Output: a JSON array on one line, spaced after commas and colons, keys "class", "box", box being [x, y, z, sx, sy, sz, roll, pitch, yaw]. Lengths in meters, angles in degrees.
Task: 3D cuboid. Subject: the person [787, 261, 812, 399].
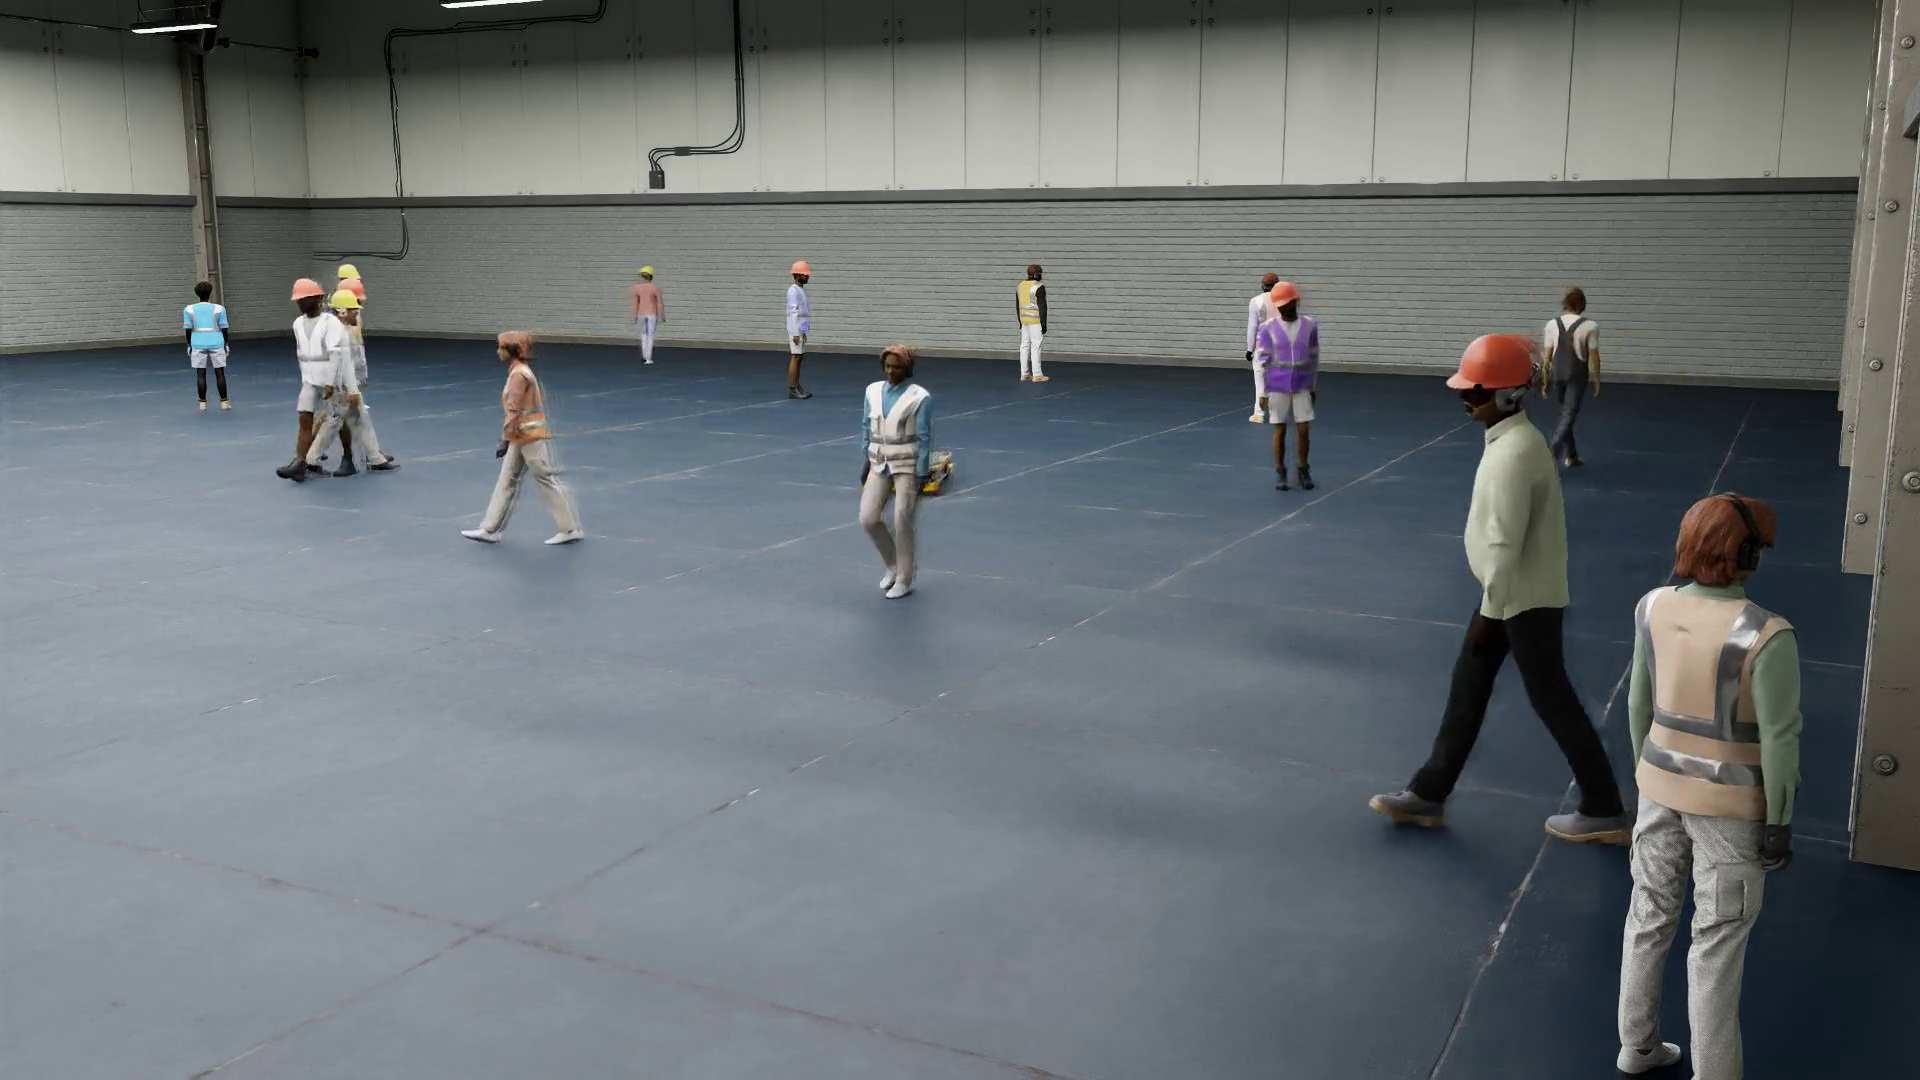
[{"class": "person", "box": [-2.241, -2.951, 23.420, 0.375, 1.935, 0.551, 1, 10, 6]}]

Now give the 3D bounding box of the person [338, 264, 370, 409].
[{"class": "person", "box": [-8.090, -2.672, 21.943, 0.497, 1.914, 0.604, -1, 10, -7]}]

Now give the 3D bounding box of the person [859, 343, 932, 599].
[{"class": "person", "box": [-0.415, -0.429, 10.509, 0.531, 1.619, 0.368, 7, 12, 33]}]

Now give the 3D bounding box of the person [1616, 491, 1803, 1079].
[{"class": "person", "box": [1.957, 0.691, 4.367, 0.307, 1.643, 0.514, -5, 11, -24]}]

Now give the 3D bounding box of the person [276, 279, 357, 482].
[{"class": "person", "box": [-6.045, -1.490, 15.583, 0.554, 1.881, 0.959, 3, 11, 15]}]

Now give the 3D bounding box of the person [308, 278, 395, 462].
[{"class": "person", "box": [-6.309, -1.717, 16.880, 1.009, 1.885, 0.582, 1, 10, 5]}]

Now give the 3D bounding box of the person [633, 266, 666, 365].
[{"class": "person", "box": [-5.531, -4.011, 29.697, 0.539, 1.744, 0.558, 2, 11, 13]}]

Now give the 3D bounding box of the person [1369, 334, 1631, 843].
[{"class": "person", "box": [2.109, 0.199, 6.265, 0.963, 1.945, 0.620, 2, 11, 11]}]

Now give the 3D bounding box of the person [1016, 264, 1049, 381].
[{"class": "person", "box": [1.167, -3.425, 26.269, 0.429, 1.840, 0.633, -8, 13, -37]}]

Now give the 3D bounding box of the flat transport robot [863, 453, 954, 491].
[{"class": "flat transport robot", "box": [-0.461, -0.652, 15.431, 0.652, 0.197, 1.431, 1, 10, 6]}]

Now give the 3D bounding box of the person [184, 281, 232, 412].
[{"class": "person", "box": [-9.841, -2.528, 21.764, 0.539, 1.695, 0.318, -4, 11, -19]}]

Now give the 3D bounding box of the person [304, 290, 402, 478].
[{"class": "person", "box": [-5.898, -1.486, 15.867, 0.914, 1.787, 0.623, -4, 11, -22]}]

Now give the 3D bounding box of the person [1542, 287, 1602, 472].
[{"class": "person", "box": [5.949, -1.564, 16.245, 0.528, 1.809, 0.959, 10, 14, 43]}]

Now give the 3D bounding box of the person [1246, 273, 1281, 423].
[{"class": "person", "box": [3.803, -2.361, 20.469, 0.634, 1.839, 0.429, -3, 11, -15]}]

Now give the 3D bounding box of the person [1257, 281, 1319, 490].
[{"class": "person", "box": [2.929, -1.367, 14.897, 0.563, 1.890, 0.543, 0, 10, 0]}]

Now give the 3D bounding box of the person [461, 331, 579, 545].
[{"class": "person", "box": [-3.247, -0.737, 12.277, 0.851, 1.592, 0.521, -3, 11, -18]}]
